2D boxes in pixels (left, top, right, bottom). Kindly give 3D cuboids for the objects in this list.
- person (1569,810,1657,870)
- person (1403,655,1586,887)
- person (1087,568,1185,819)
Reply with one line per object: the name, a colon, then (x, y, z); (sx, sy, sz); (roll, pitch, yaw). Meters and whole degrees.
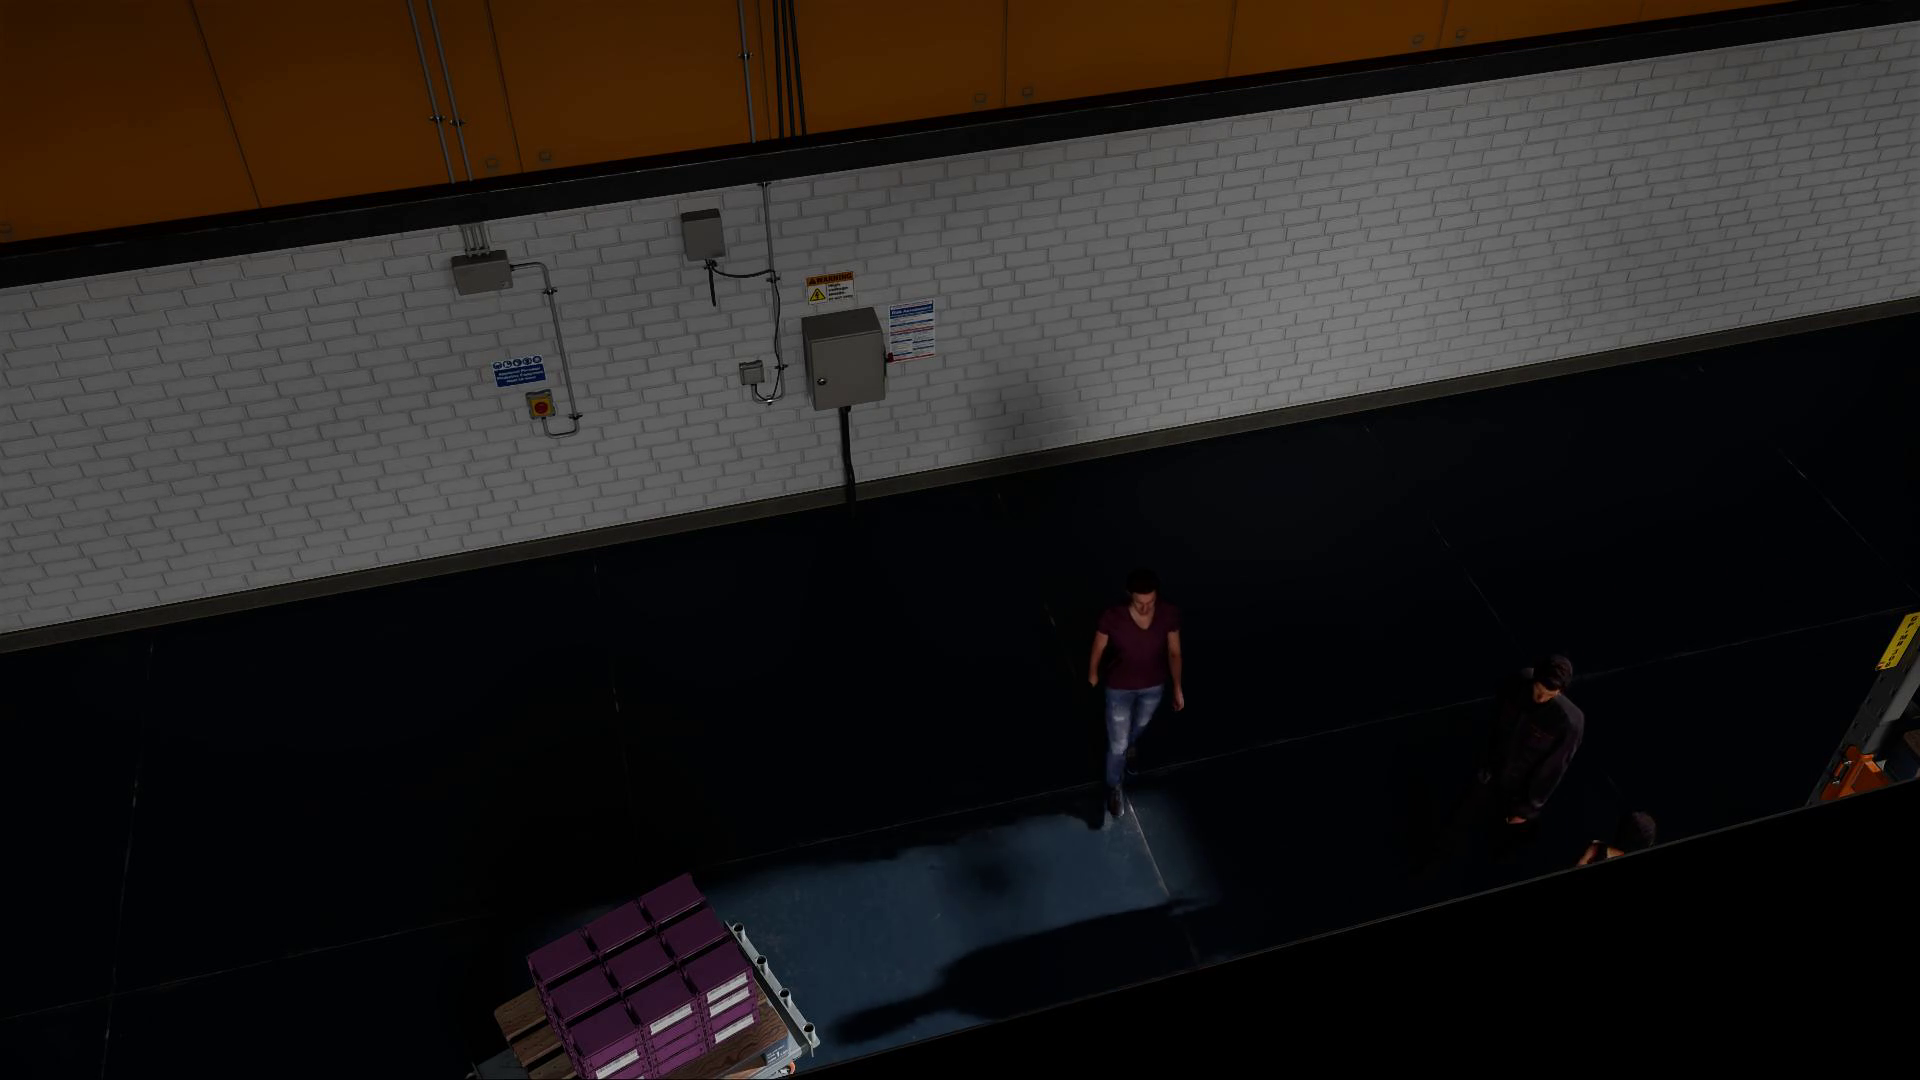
person: (3.362, 2.016, 8.871); (0.990, 1.516, 1.057); (21, 48, 21)
person: (3.236, 1.260, 9.393); (1.060, 1.892, 1.209); (-26, 50, -25)
person: (1.028, 0.755, 9.973); (0.708, 1.823, 0.858); (-8, 44, -9)
